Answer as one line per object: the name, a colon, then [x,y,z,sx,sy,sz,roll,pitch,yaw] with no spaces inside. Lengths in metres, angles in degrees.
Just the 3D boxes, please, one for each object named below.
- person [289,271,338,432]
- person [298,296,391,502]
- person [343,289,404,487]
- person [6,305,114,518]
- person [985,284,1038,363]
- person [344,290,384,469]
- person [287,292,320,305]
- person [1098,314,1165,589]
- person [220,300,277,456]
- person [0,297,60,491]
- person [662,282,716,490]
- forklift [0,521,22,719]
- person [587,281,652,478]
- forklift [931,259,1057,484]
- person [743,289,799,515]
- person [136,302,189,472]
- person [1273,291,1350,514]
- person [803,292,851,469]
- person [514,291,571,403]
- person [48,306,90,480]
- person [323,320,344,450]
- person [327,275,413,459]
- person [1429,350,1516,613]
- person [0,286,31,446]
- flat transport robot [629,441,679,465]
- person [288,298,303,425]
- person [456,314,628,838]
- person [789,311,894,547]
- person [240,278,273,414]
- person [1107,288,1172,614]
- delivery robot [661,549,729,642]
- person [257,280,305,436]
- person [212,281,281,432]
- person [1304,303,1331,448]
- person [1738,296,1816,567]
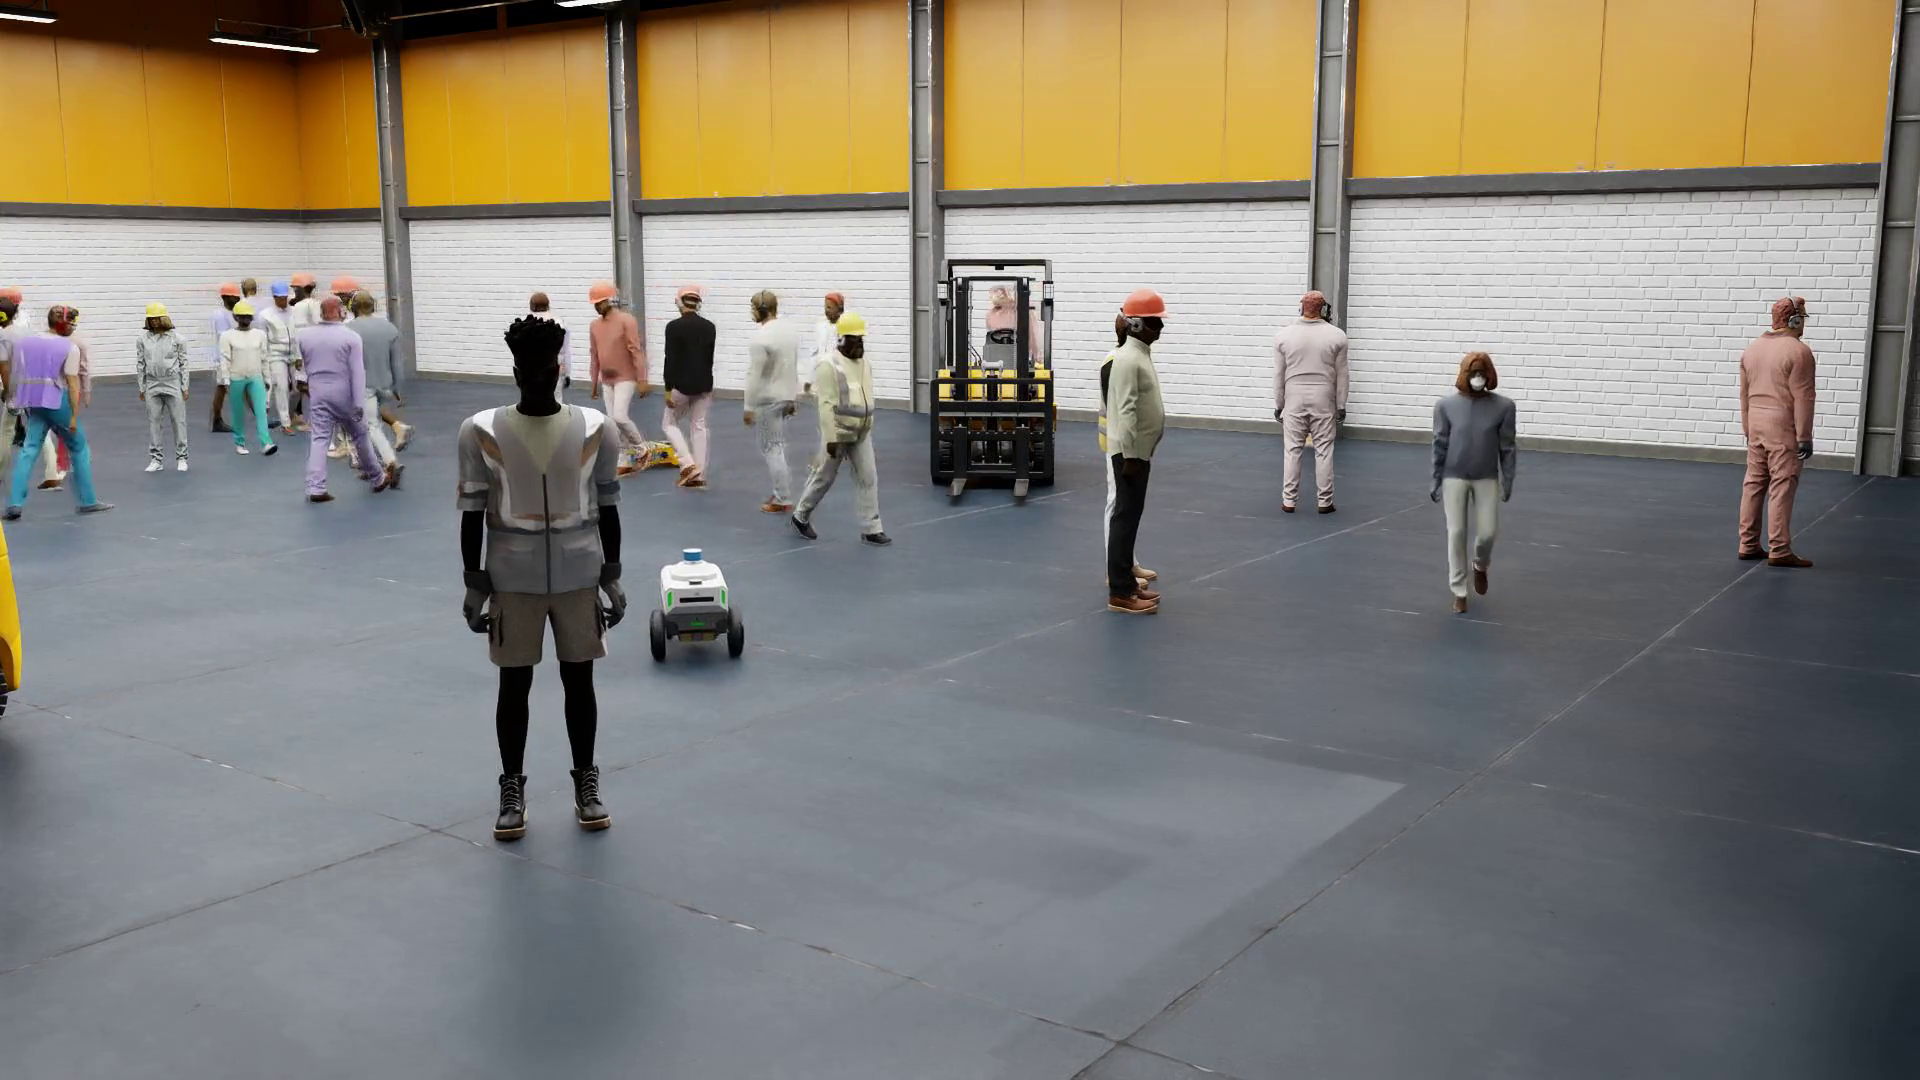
person: [-8.071,-2.338,20.822,0.616,2.030,0.617,1,10,4]
person: [-5.659,-1.293,15.160,0.645,1.844,1.040,1,10,6]
person: [-5.618,-1.450,15.963,0.954,1.905,0.643,9,13,42]
person: [-7.725,-1.082,14.070,0.608,1.801,0.813,2,10,12]
person: [0.671,-2.302,21.124,0.790,1.866,0.399,5,11,28]
person: [-6.224,-1.677,17.376,0.319,1.865,0.521,9,13,44]
person: [-12.083,-3.940,30.664,0.594,1.924,0.382,-7,12,-36]
person: [1.143,-0.608,11.069,0.429,1.847,0.621,3,10,18]
person: [-7.861,-1.775,18.362,0.547,1.714,0.885,-8,12,-40]
person: [-8.894,-1.366,15.639,0.968,1.818,0.536,4,10,20]
person: [-2.568,-1.443,15.709,0.448,1.961,0.625,9,13,42]
forklift: [-5.296,-0.090,6.943,1.214,2.155,2.313,7,12,35]
person: [-3.419,-1.579,16.486,0.662,1.965,0.485,7,12,35]
forklift: [0.370,-1.738,16.759,1.214,2.155,2.313,1,10,3]
person: [-1.636,-1.164,14.145,0.534,1.918,0.646,4,10,24]
person: [-8.173,-1.564,17.063,0.492,1.742,0.324,-2,10,-10]
person: [3.002,-1.173,14.248,0.641,1.908,0.407,3,10,15]
person: [-1.281,-1.691,17.564,0.587,1.842,0.984,9,13,42]
person: [-4.687,-1.880,18.720,0.634,1.827,0.516,-3,10,-18]
person: [-8.992,-1.492,16.703,0.543,1.716,0.811,0,10,-3]
person: [-7.227,-1.857,19.238,0.525,1.606,0.574,-6,11,-31]
person: [-6.542,-1.897,18.261,0.864,2.019,0.621,-3,10,-18]
person: [3.170,-0.370,10.318,0.506,1.620,0.465,3,10,15]
person: [-10.909,-2.000,19.260,0.522,1.871,0.637,-9,13,-44]
flat transport robot: [-3.599,-0.879,17.354,1.431,0.197,0.652,-6,11,-31]
person: [-8.571,-2.313,21.658,0.594,1.679,0.560,3,10,16]
person: [-1.566,0.137,6.266,0.613,1.963,0.361,-3,10,-19]
person: [-0.942,-0.852,12.708,0.905,1.793,0.609,8,12,39]
person: [-9.939,-2.723,23.434,0.432,1.927,0.642,5,11,29]
person: [1.101,-0.552,10.288,0.395,1.993,0.614,2,10,14]
delivery robot: [-1.483,0.293,9.257,0.477,0.478,0.707,-2,10,-12]
person: [-8.445,-2.273,20.739,0.616,1.926,0.661,-8,13,-40]
person: [-9.047,-2.285,20.899,0.939,1.891,0.563,0,10,1]
person: [4.136,-1.913,19.314,0.320,1.690,0.537,1,10,8]
person: [5.840,-0.768,11.833,0.406,1.911,0.639,-2,10,-14]
